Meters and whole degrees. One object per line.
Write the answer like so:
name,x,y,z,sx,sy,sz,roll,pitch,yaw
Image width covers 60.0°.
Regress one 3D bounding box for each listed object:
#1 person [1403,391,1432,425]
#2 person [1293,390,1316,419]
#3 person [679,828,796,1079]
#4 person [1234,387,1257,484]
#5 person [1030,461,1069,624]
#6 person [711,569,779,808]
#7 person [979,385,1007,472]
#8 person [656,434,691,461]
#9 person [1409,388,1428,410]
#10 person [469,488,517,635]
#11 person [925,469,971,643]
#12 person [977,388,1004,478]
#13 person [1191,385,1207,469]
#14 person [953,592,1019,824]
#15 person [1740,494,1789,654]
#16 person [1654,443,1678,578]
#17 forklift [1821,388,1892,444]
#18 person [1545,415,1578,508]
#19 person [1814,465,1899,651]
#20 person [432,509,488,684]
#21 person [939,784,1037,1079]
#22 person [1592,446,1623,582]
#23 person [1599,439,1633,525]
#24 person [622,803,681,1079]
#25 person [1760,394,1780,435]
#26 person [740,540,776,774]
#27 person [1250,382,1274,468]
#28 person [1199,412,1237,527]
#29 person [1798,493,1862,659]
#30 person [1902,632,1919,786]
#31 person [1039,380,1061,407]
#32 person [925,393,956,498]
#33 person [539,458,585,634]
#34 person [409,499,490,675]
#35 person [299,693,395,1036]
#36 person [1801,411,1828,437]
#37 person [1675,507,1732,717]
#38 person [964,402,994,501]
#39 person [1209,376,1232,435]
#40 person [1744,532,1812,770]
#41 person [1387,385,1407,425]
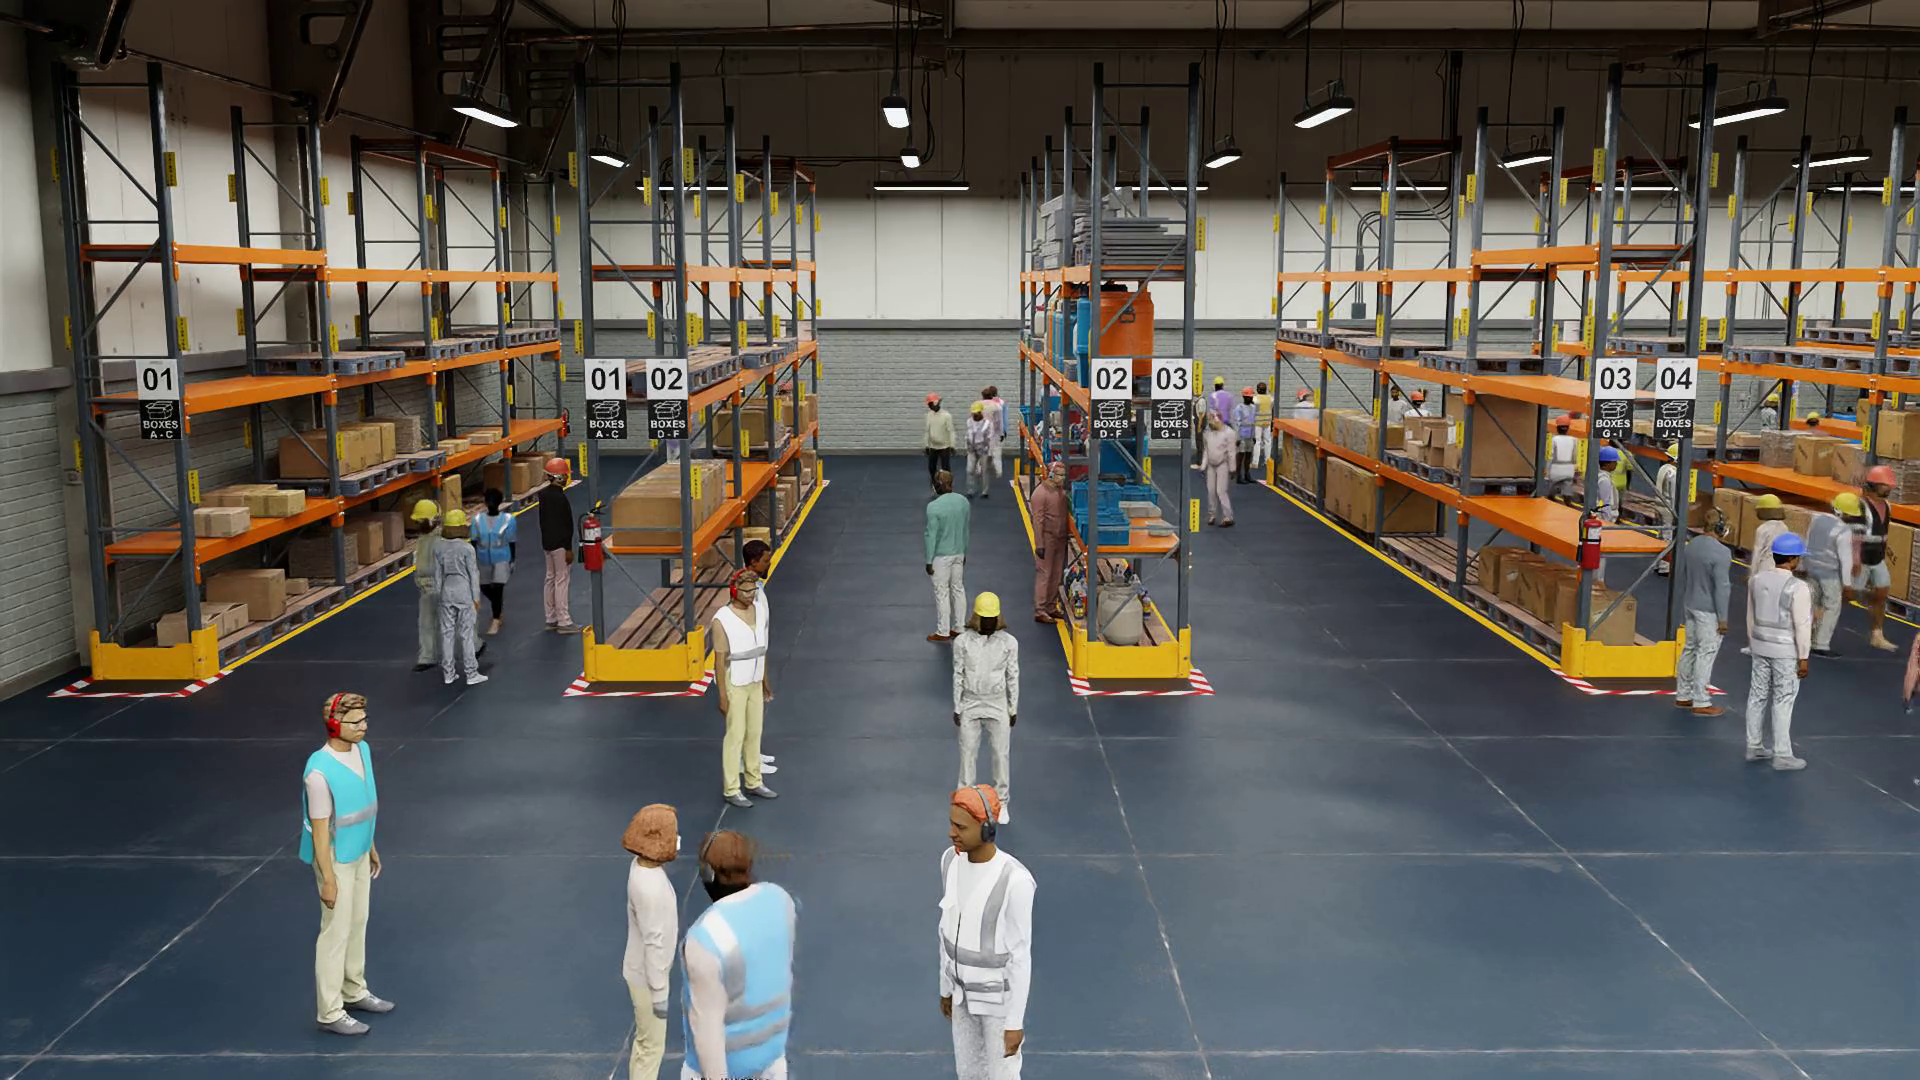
person,8.568,-1.828,31.277,0.545,1.931,0.381,-2,9,-11
person,7.252,-2.336,35.283,0.571,1.684,0.869,-3,9,-20
person,-0.843,2.055,6.700,0.857,1.802,0.618,6,11,35
person,5.638,-2.053,32.725,0.547,1.934,0.381,-8,12,-41
person,1.085,0.022,19.484,0.401,1.896,0.650,6,11,34
person,-1.665,1.116,12.648,0.408,1.830,0.579,5,10,30
person,0.676,-2.318,34.736,0.634,1.840,0.429,1,9,8
person,-5.184,-1.637,30.086,0.649,1.909,0.656,-1,9,-5
person,9.205,-2.141,33.530,0.396,1.851,0.619,-2,9,-15
person,-5.290,0.214,18.933,0.562,1.666,0.662,0,9,3
person,-0.147,0.182,18.347,0.372,1.930,0.631,8,12,44
person,0.576,-2.176,33.882,0.652,1.814,0.433,1,9,8
person,5.081,-2.415,35.350,0.336,1.838,0.511,1,9,7
person,0.190,1.232,12.209,0.487,1.738,0.320,1,9,3
person,8.609,0.369,17.759,0.491,1.735,0.313,-6,11,-33
person,9.567,-0.391,22.372,0.404,1.824,0.586,1,9,5
forklift,20.072,-3.110,36.462,1.873,2.768,1.129,0,9,0
person,9.511,-1.035,26.321,0.567,1.882,1.014,0,9,2
person,9.848,0.167,18.173,0.620,2.014,0.880,-4,10,-22
person,-4.964,0.563,16.480,0.485,1.744,0.295,2,9,14
person,0.098,1.955,7.103,0.357,1.879,0.574,-7,11,-37
person,7.997,-0.196,20.703,0.384,1.949,0.603,1,9,9
person,10.088,-0.858,25.786,0.557,1.676,0.526,0,9,2
person,-1.401,1.999,7.626,0.280,1.625,0.493,-1,9,-9
person,16.341,-2.088,33.579,0.321,1.731,0.490,0,9,-3
person,-1.707,0.941,13.523,0.384,1.910,0.586,-1,9,-7
person,6.430,-2.452,35.558,0.627,1.844,0.429,-3,9,-18
person,4.264,-1.147,27.154,0.443,1.854,0.768,-6,11,-34
person,9.202,0.358,17.707,0.407,1.788,0.727,-2,9,-11
person,7.515,1.230,12.667,0.523,1.593,0.859,1,9,5
person,2.068,-2.721,36.650,0.676,2.000,0.536,0,9,3
person,-0.303,-1.705,30.370,0.804,1.971,0.484,7,11,39
person,-4.555,0.063,18.886,0.377,1.995,0.608,-7,11,-38
person,-5.262,0.457,16.989,0.597,1.804,0.768,8,12,43
person,-3.293,1.706,8.846,0.388,1.837,0.560,0,9,3
person,14.823,-1.369,28.959,0.539,1.733,0.815,3,9,20
person,6.850,0.658,15.290,0.368,1.932,0.622,-1,9,-4
person,0.299,-1.589,30.126,0.616,1.796,0.805,4,10,26
person,5.712,-2.646,36.583,0.611,1.909,0.403,-4,10,-22
person,6.709,0.903,13.632,0.384,1.948,0.605,-3,9,-20
person,8.986,-2.272,34.369,0.332,1.859,0.512,-8,12,-43
